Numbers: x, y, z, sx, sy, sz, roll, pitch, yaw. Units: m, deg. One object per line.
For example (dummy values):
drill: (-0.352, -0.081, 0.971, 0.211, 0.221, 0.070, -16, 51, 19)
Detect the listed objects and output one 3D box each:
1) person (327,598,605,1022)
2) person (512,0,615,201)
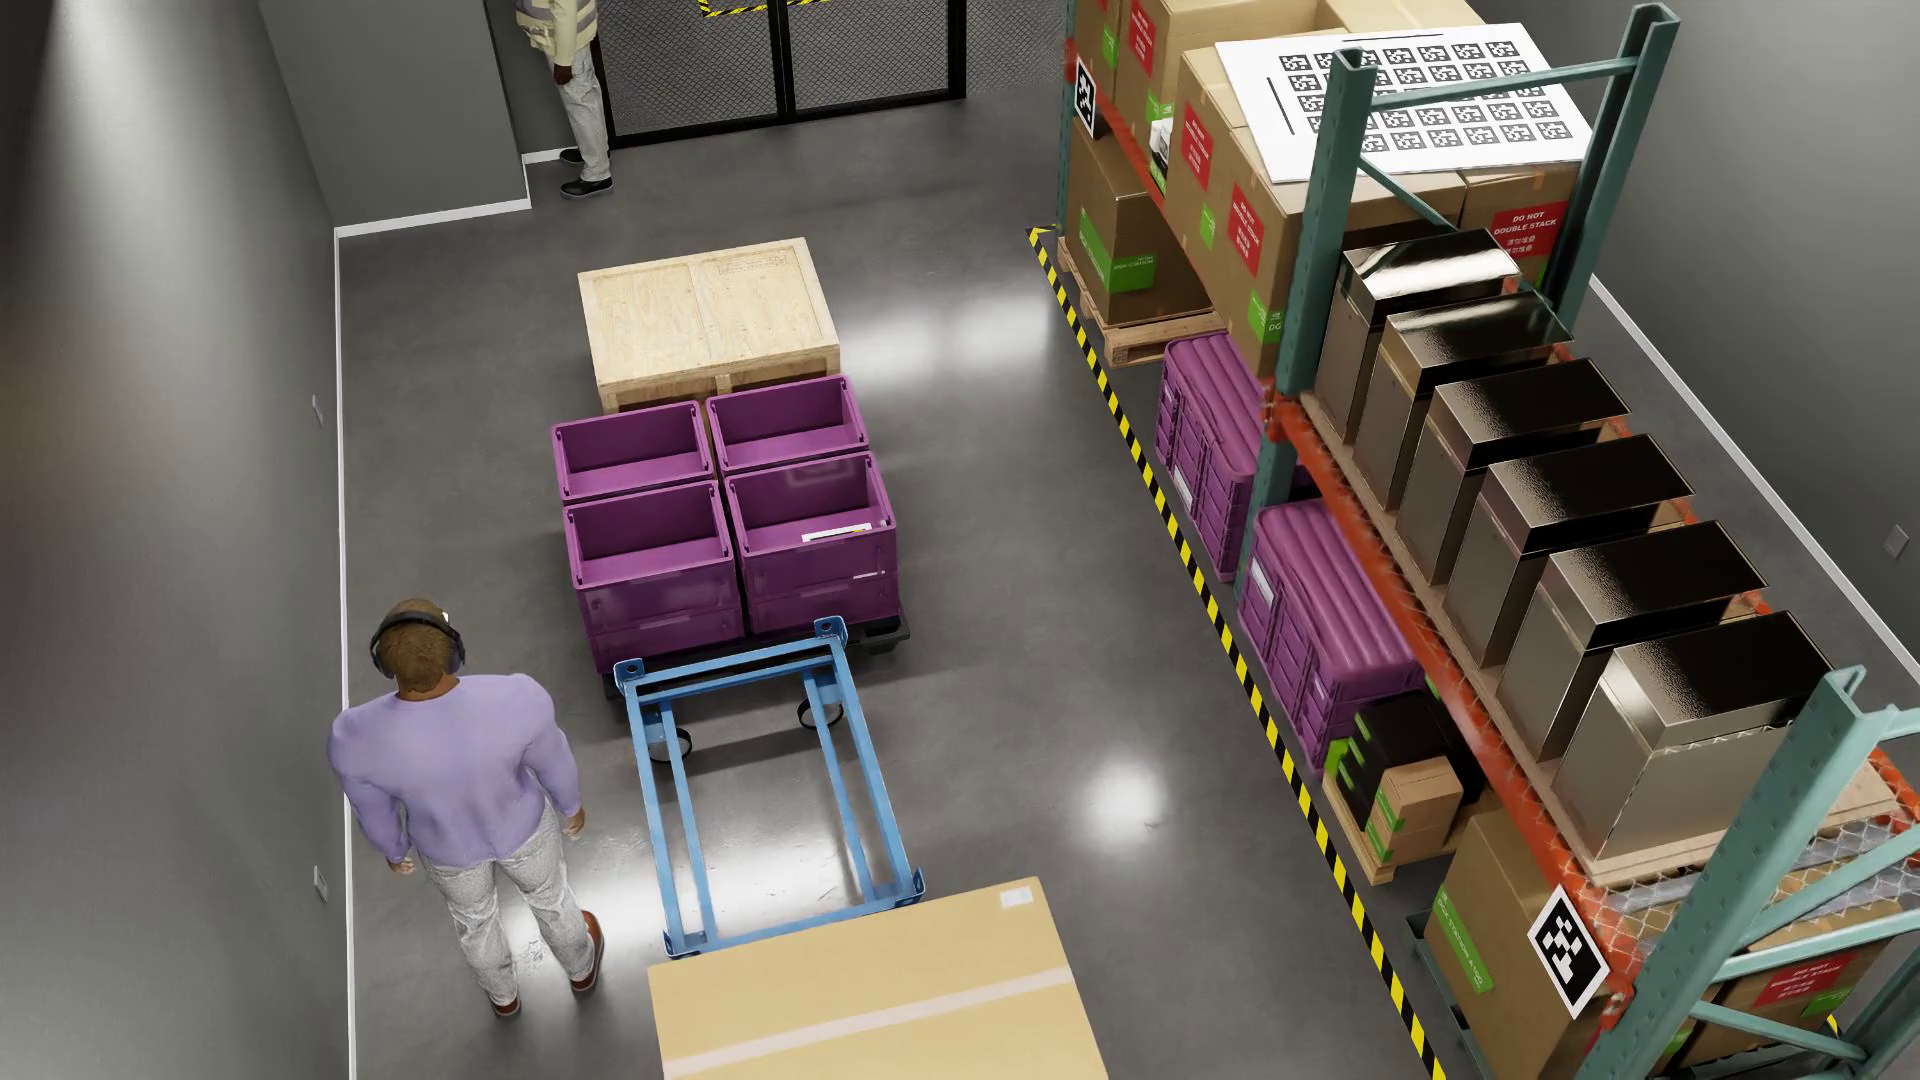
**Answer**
person: (-1.464, 0.866, 5.091, 0.637, 1.938, 0.355, -13, 49, -12)
person: (-2.000, -2.565, 8.313, 0.404, 1.831, 0.601, -6, 48, -5)
